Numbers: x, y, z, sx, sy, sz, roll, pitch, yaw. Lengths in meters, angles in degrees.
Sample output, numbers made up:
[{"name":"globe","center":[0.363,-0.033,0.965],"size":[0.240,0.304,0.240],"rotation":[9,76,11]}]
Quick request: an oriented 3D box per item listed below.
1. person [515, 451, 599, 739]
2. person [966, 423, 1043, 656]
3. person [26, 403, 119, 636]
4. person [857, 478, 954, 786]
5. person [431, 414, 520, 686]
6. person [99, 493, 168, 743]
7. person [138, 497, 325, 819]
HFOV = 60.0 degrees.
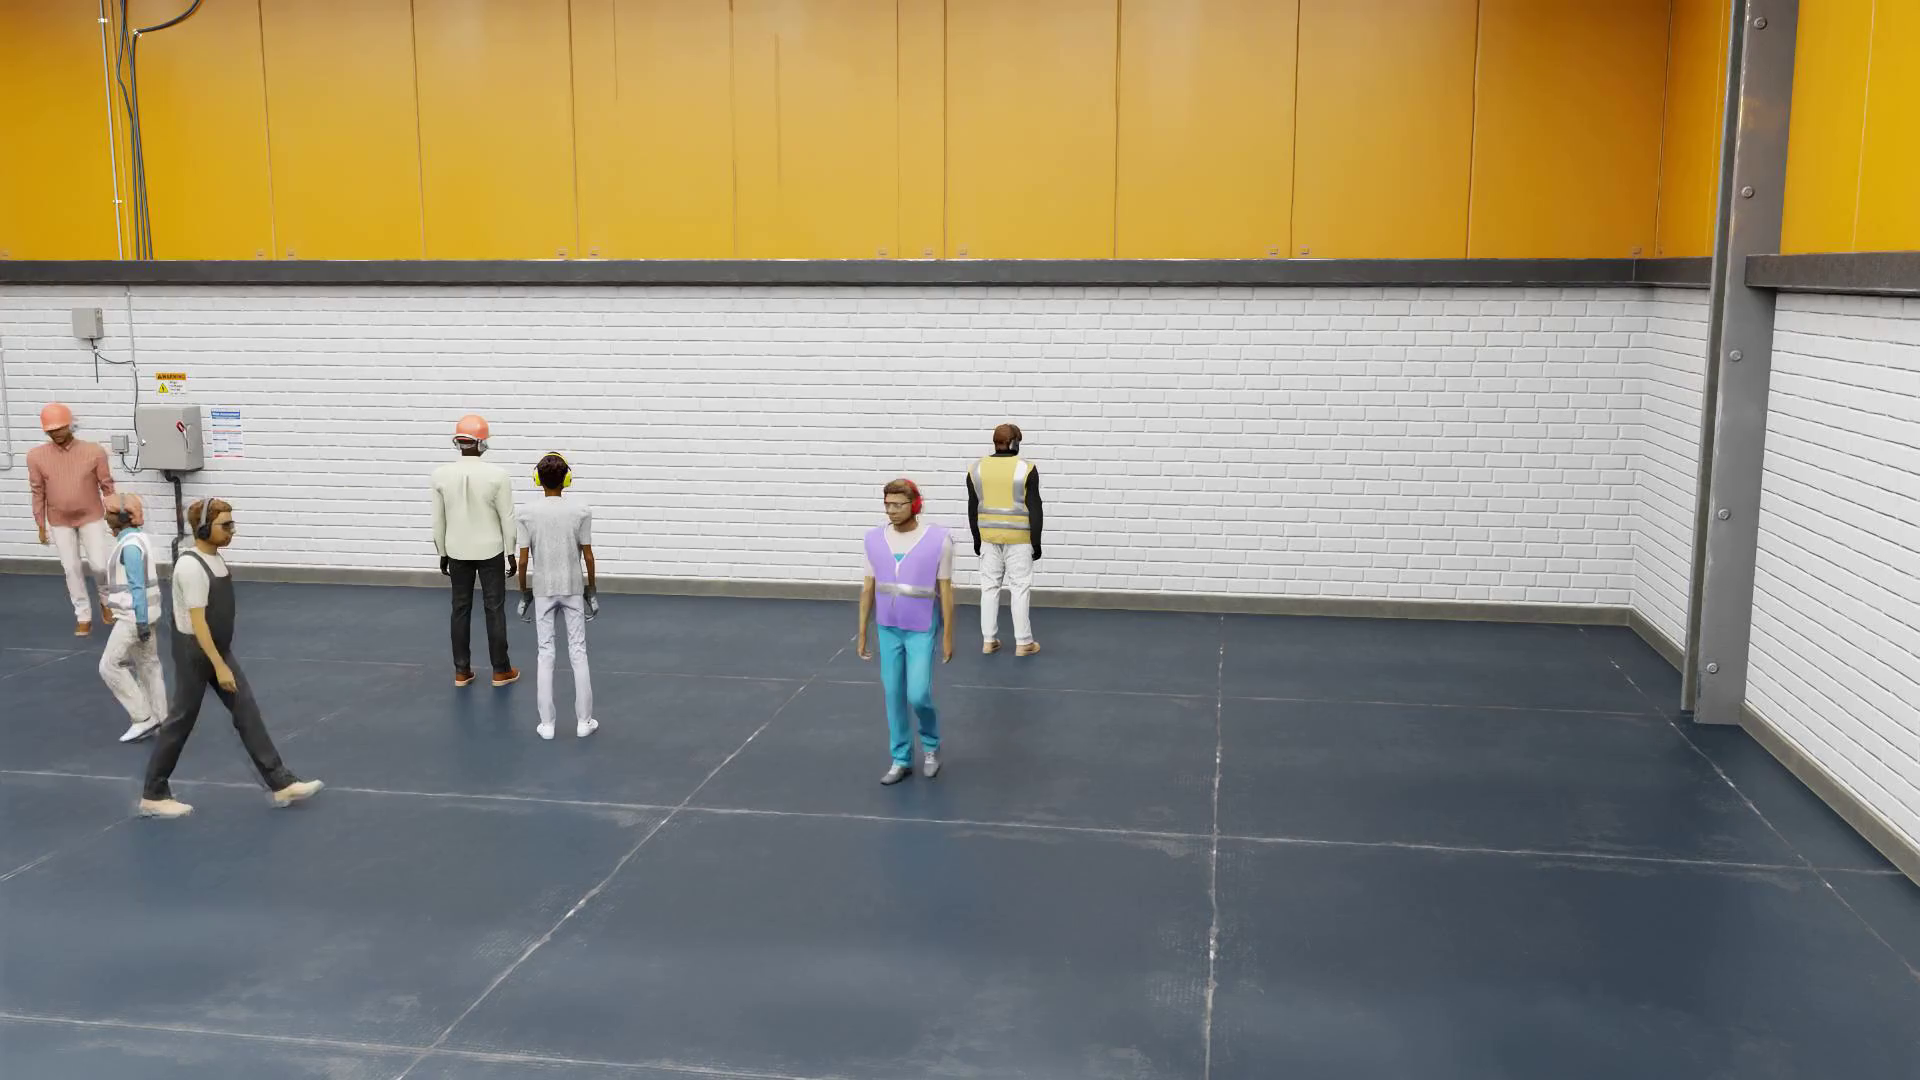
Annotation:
[{"name":"person","center":[-2.614,0.360,10.801],"size":[0.517,1.873,0.328],"rotation":[-2,9,-11]},{"name":"person","center":[0.374,-0.002,13.142],"size":[0.619,1.838,0.430],"rotation":[4,10,24]},{"name":"person","center":[-7.324,-0.164,13.763],"size":[0.617,1.959,0.611],"rotation":[-3,10,-19]},{"name":"person","center":[-0.321,0.540,9.810],"size":[0.577,1.829,0.443],"rotation":[4,10,24]},{"name":"person","center":[-3.525,0.081,12.135],"size":[0.612,1.995,0.382],"rotation":[0,9,2]},{"name":"person","center":[-5.334,0.500,10.678],"size":[0.429,1.620,0.530],"rotation":[-3,10,-20]},{"name":"person","center":[-4.127,0.661,9.201],"size":[0.986,1.792,0.532],"rotation":[0,9,0]}]
